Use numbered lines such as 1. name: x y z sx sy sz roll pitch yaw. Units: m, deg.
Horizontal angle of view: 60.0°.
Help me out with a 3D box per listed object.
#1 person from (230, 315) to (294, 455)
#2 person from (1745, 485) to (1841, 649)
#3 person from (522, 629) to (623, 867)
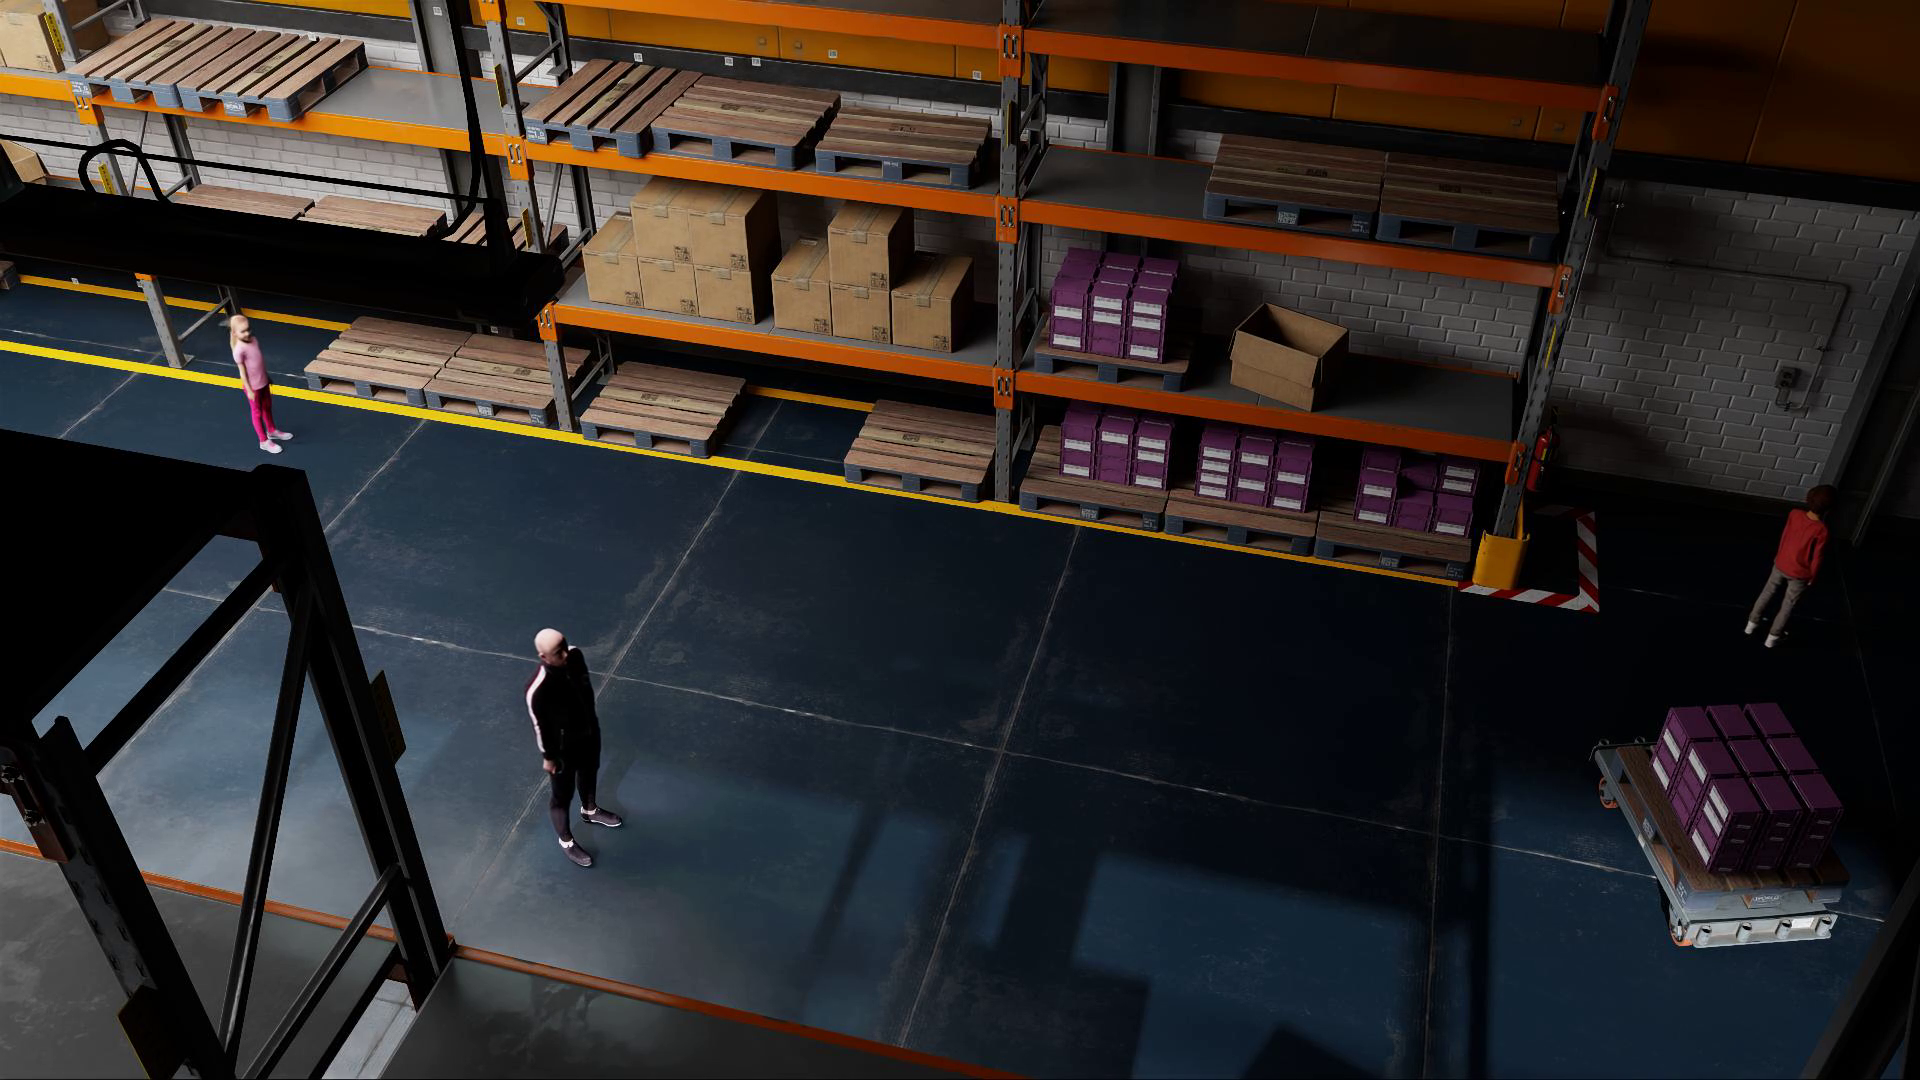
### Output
1. person: -6.058 -1.361 14.287 0.511 1.271 0.491 7 39 9
2. person: 6.139 0.186 12.233 0.629 1.417 0.580 -17 42 -20
3. person: -2.488 1.257 10.556 0.618 1.836 0.717 15 41 18
